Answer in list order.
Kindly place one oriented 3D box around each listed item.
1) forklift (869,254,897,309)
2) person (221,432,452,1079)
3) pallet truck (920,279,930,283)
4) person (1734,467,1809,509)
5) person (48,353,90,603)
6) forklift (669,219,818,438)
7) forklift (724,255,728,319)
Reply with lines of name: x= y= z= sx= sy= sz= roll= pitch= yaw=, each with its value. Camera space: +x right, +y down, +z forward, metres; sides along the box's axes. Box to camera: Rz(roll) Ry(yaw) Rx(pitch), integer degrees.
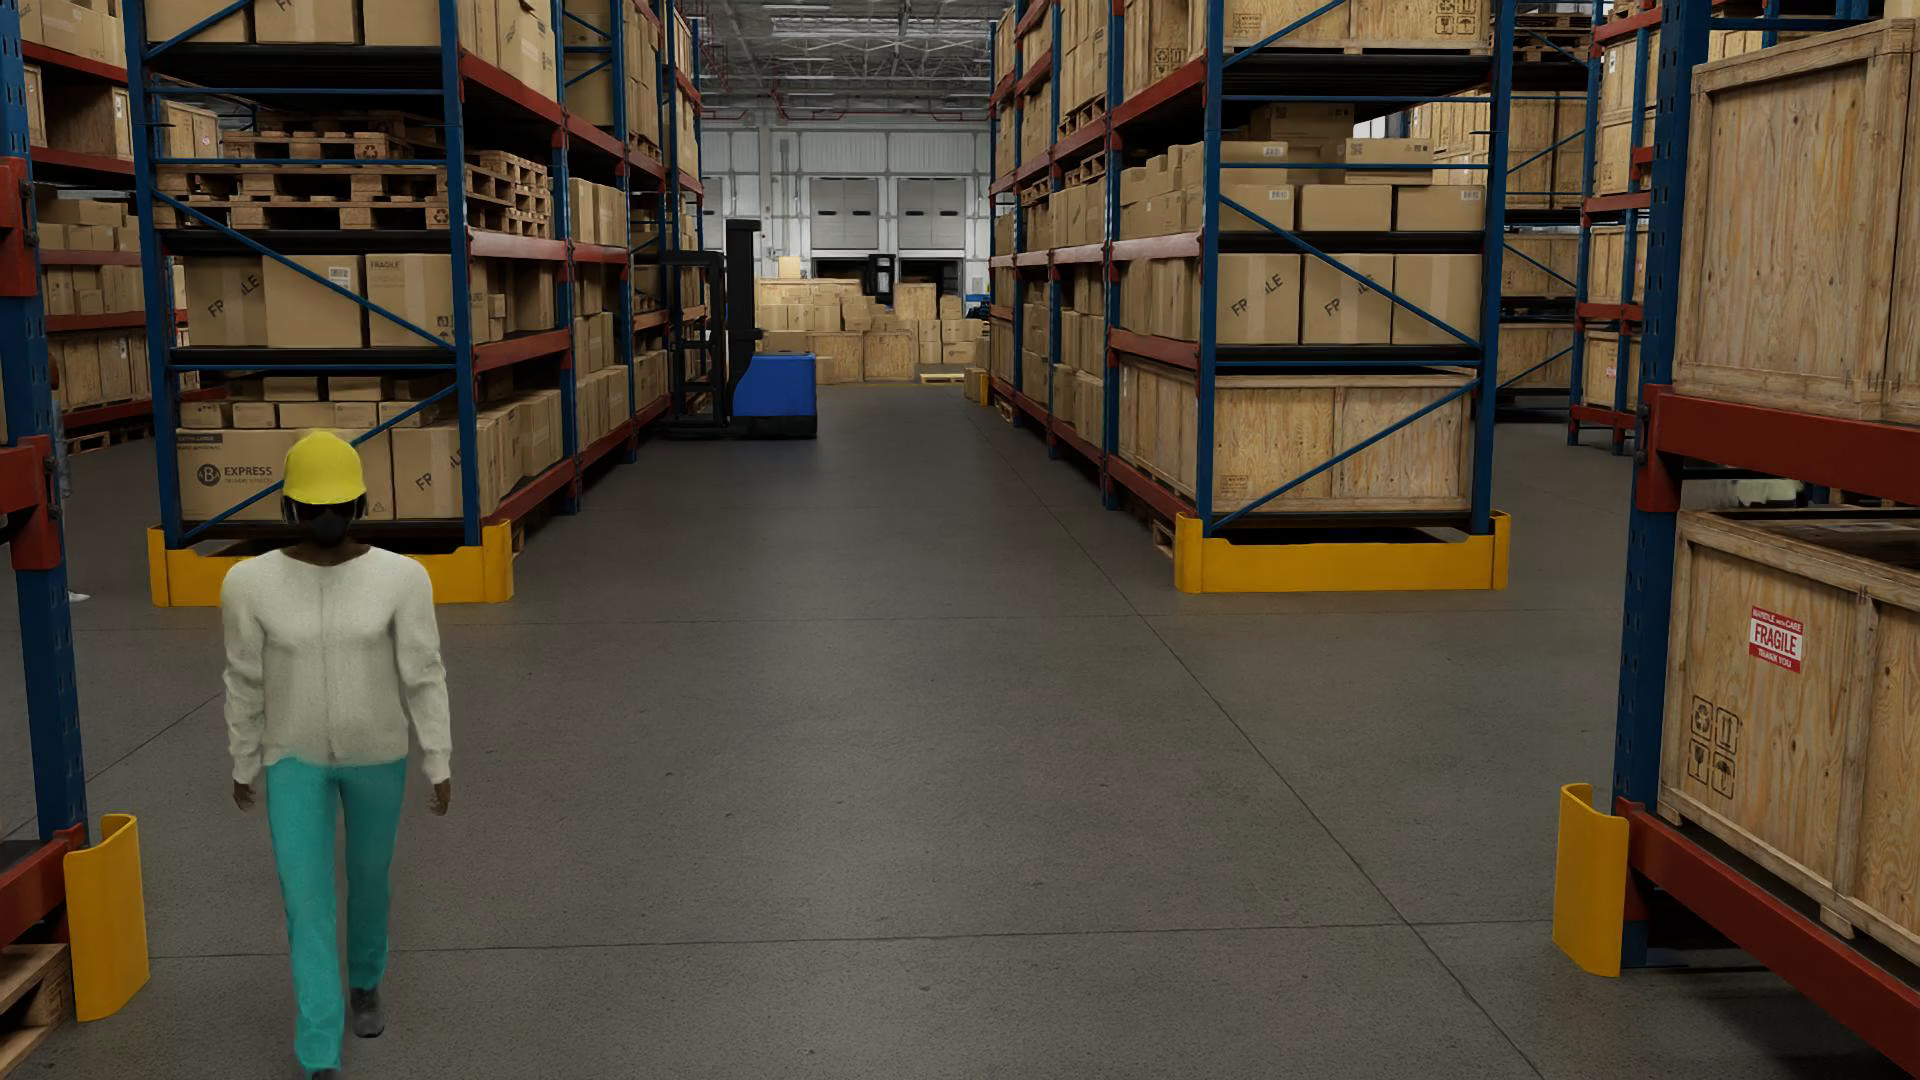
forklift: x=-2.577 y=-8.193 z=55.775 sx=1.129 sy=2.768 sz=1.873 roll=-7 pitch=11 yaw=-38
person: x=-1.609 y=0.576 z=4.334 sx=0.543 sy=1.711 sz=0.911 roll=-4 pitch=10 yaw=-22
pallet truck: x=-0.932 y=-8.922 z=63.114 sx=1.885 sy=1.965 sz=0.823 roll=2 pitch=9 yaw=13
person: x=4.456 y=-0.261 z=8.901 sx=1.037 sy=1.935 sz=0.645 roll=4 pitch=10 yaw=22
person: x=-5.918 y=-0.403 z=10.760 sx=0.507 sy=1.632 sz=0.268 roll=6 pitch=11 yaw=33
forklift: x=-2.820 y=-2.761 z=21.664 sx=1.873 sy=2.768 sz=1.129 roll=-1 pitch=9 yaw=-4
forklift: x=-8.368 y=-8.713 z=59.038 sx=1.129 sy=2.768 sz=1.873 roll=-1 pitch=9 yaw=-4
